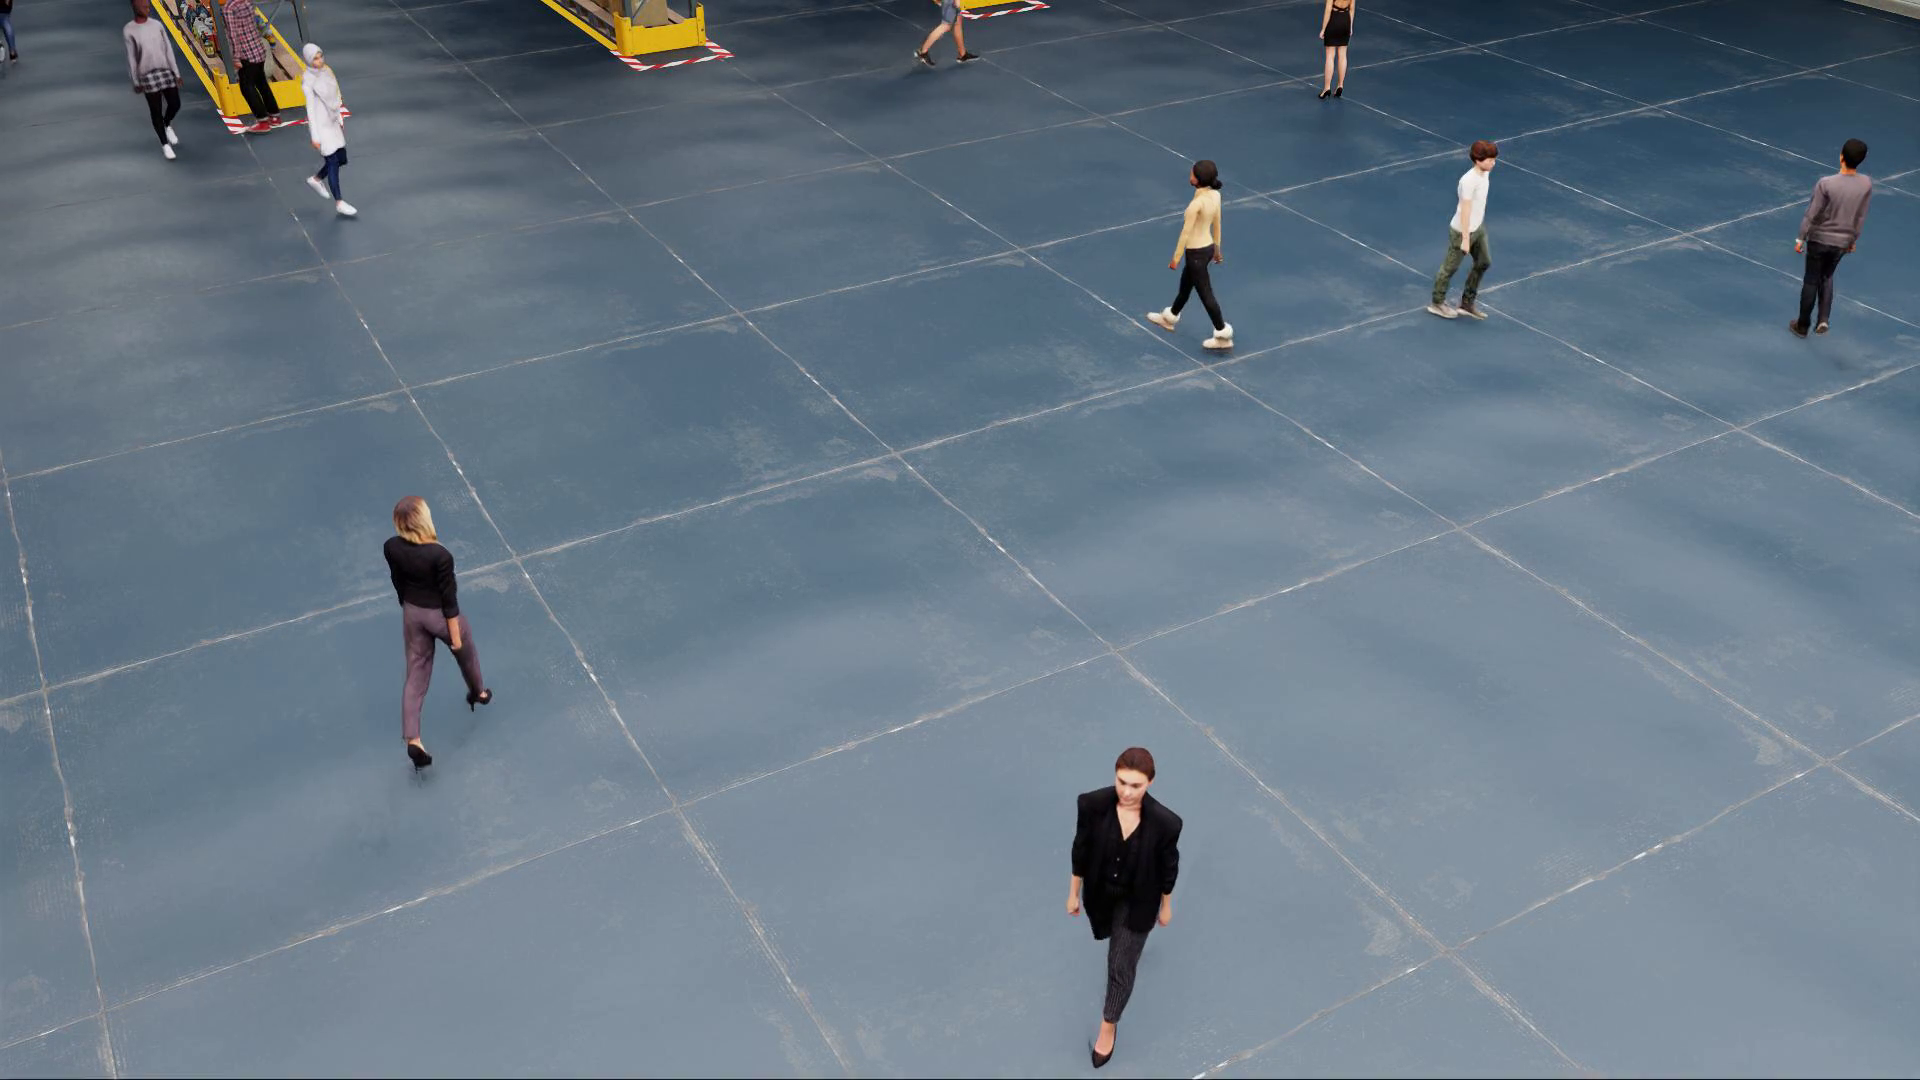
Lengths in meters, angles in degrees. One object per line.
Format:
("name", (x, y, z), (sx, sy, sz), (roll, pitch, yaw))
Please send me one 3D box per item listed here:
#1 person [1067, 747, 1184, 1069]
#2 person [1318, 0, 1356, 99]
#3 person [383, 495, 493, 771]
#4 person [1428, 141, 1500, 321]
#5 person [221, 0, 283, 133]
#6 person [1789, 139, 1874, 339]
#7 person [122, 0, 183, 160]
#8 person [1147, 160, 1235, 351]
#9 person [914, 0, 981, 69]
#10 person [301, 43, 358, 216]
("person", (0.759, 1.589, 7.710), (1.090, 1.692, 1.088), (12, 34, 18))
("person", (4.540, -6.139, 20.002), (0.619, 1.648, 0.578), (-8, 33, -13))
("person", (-3.031, 0.556, 9.416), (1.059, 1.619, 1.129), (8, 33, 12))
("person", (4.373, -2.728, 14.606), (0.864, 1.636, 0.742), (24, 39, 33))
("person", (-8.106, -5.559, 18.988), (0.842, 1.750, 0.734), (3, 32, 4))
("person", (7.424, -2.512, 14.145), (0.817, 1.764, 0.865), (-4, 32, -6))
("person", (-8.871, -5.116, 18.275), (0.780, 1.761, 0.872), (-26, 41, -35))
("person", (2.094, -2.371, 14.059), (1.214, 1.616, 0.914), (22, 38, 31))
("person", (-0.217, -6.895, 21.041), (0.930, 1.818, 1.163), (-8, 33, -12))
("person", (-6.436, -4.136, 16.733), (1.003, 1.748, 0.928), (9, 33, 13))
